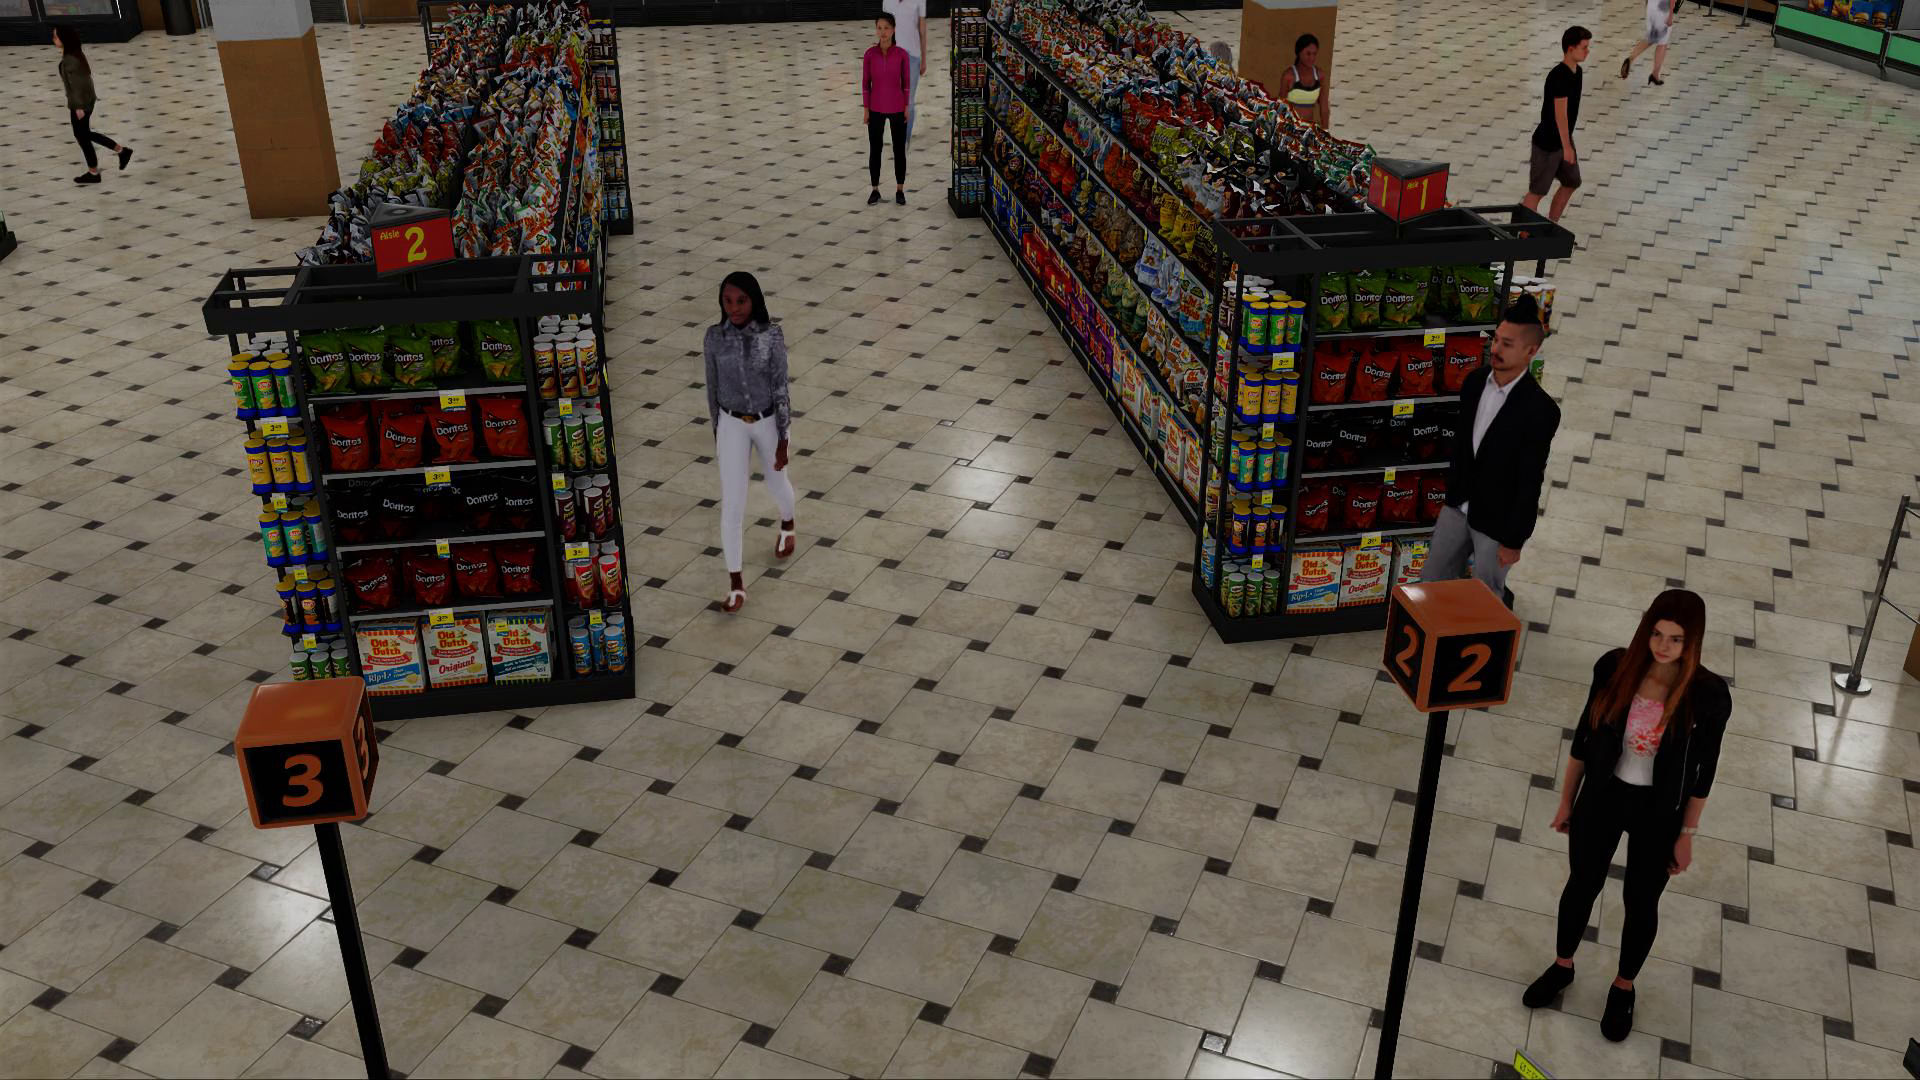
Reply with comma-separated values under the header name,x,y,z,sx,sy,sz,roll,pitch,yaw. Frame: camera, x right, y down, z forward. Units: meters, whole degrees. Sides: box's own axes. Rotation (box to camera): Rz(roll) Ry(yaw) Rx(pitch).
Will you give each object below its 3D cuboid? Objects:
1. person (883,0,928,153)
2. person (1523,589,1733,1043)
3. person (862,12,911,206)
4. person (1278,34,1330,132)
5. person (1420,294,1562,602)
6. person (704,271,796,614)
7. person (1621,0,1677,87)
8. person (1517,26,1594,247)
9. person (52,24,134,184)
name,x,y,z,sx,sy,sz,roll,pitch,yaw
person,-0.539,-4.903,16.885,0.950,1.833,1.096,9,28,18
person,2.261,0.899,5.585,0.671,1.706,0.738,19,32,32
person,-0.656,-3.889,15.036,0.626,1.699,0.617,0,27,0
person,2.785,-3.382,14.028,0.647,1.705,1.108,-8,28,-16
person,2.441,-0.175,7.436,0.872,1.947,0.730,-12,29,-22
person,-1.025,-0.556,8.475,0.792,1.688,1.199,2,27,4
person,8.182,-6.211,19.576,0.764,1.733,0.865,-10,29,-20
person,4.808,-3.297,13.704,0.883,1.846,0.827,19,32,33
person,-8.254,-4.130,15.770,0.763,1.464,0.792,-12,29,-22
